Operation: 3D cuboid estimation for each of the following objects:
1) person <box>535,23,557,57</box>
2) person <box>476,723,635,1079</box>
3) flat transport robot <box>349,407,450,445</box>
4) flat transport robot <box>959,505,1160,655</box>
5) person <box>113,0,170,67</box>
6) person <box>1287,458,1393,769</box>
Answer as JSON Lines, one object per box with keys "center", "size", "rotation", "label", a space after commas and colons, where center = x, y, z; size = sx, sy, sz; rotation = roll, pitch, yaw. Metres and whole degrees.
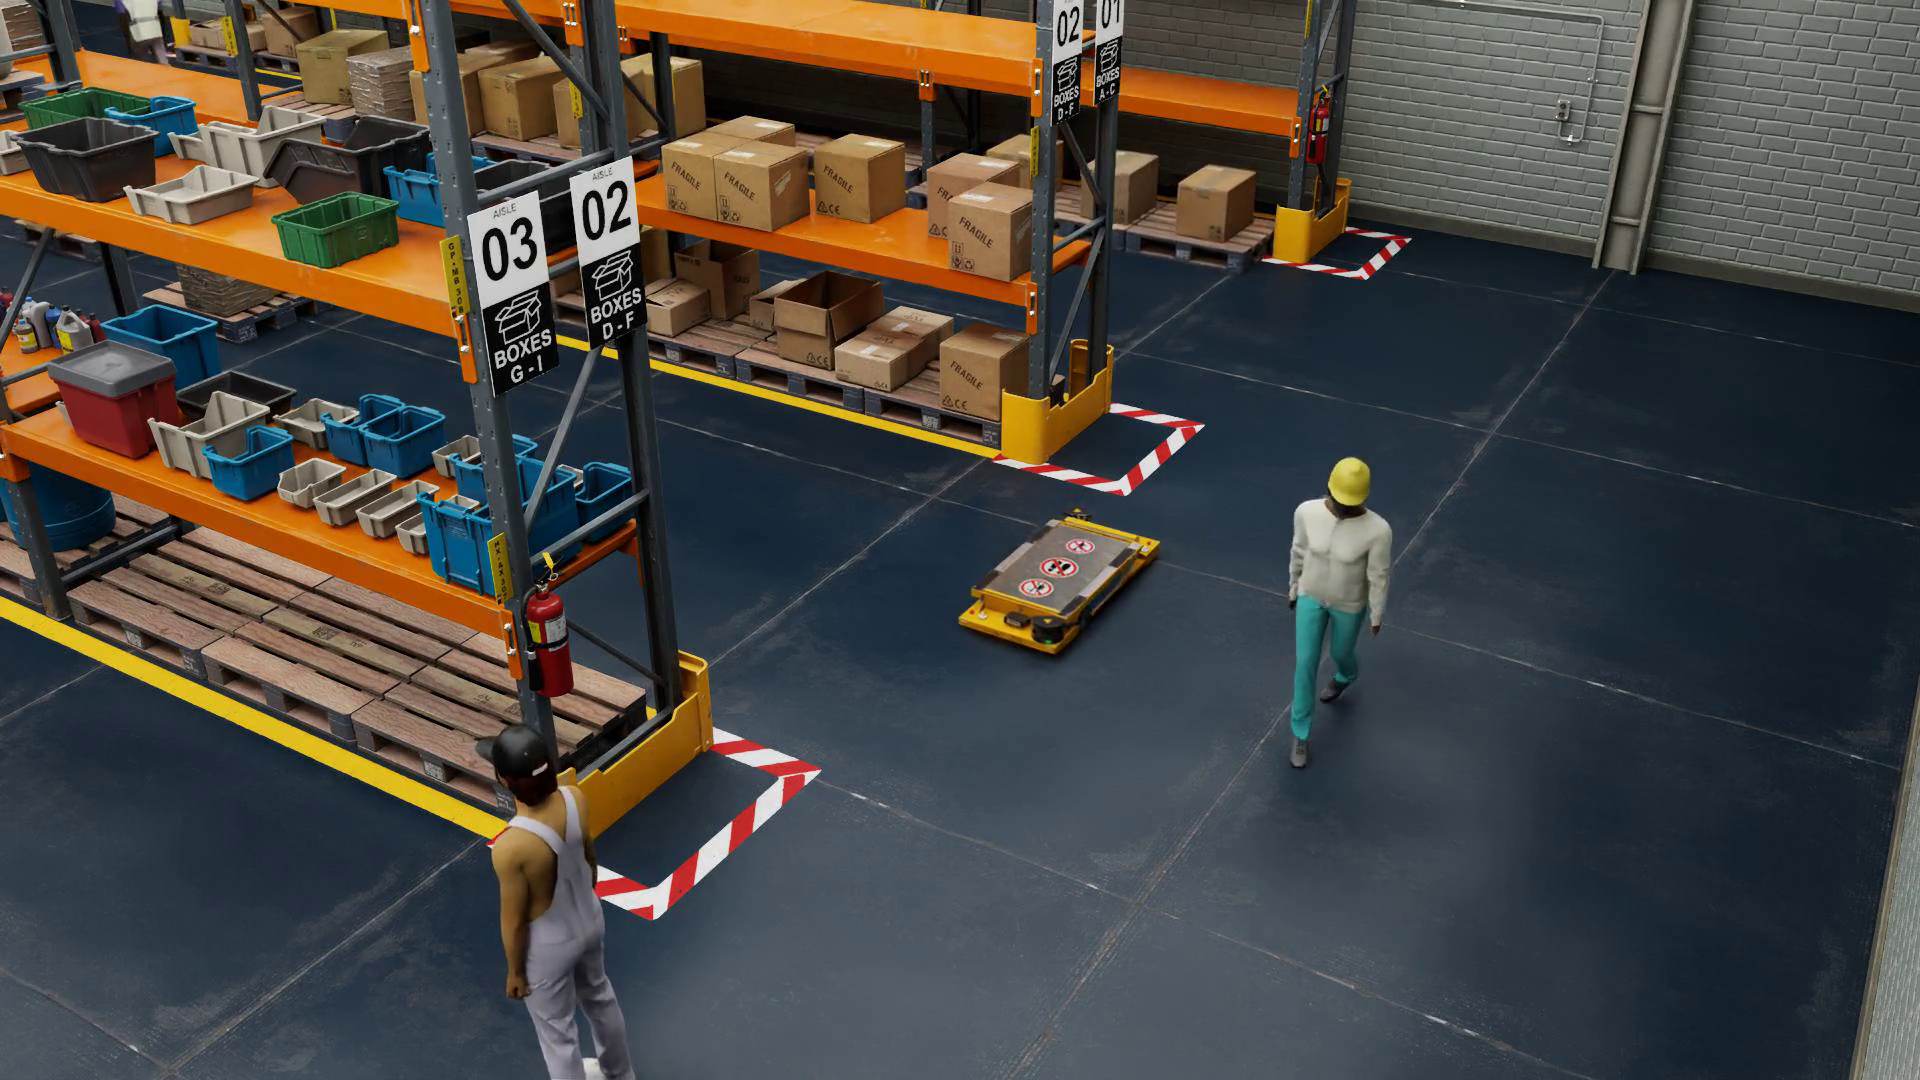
{"center": [-4.172, -4.470, 17.182], "size": [0.322, 1.698, 0.535], "rotation": [-17, 33, -28], "label": "person"}
{"center": [-1.571, 1.486, 6.345], "size": [0.433, 1.851, 0.506], "rotation": [16, 33, 26], "label": "person"}
{"center": [-4.250, -0.625, 11.755], "size": [1.431, 0.231, 0.659], "rotation": [18, 34, 29], "label": "flat transport robot"}
{"center": [0.636, 0.226, 10.227], "size": [0.659, 0.231, 1.431], "rotation": [16, 33, 27], "label": "flat transport robot"}
{"center": [-9.656, -5.923, 19.696], "size": [1.021, 1.778, 0.595], "rotation": [24, 37, 37], "label": "person"}
{"center": [1.967, 0.277, 8.645], "size": [0.527, 1.717, 0.819], "rotation": [13, 32, 22], "label": "person"}
